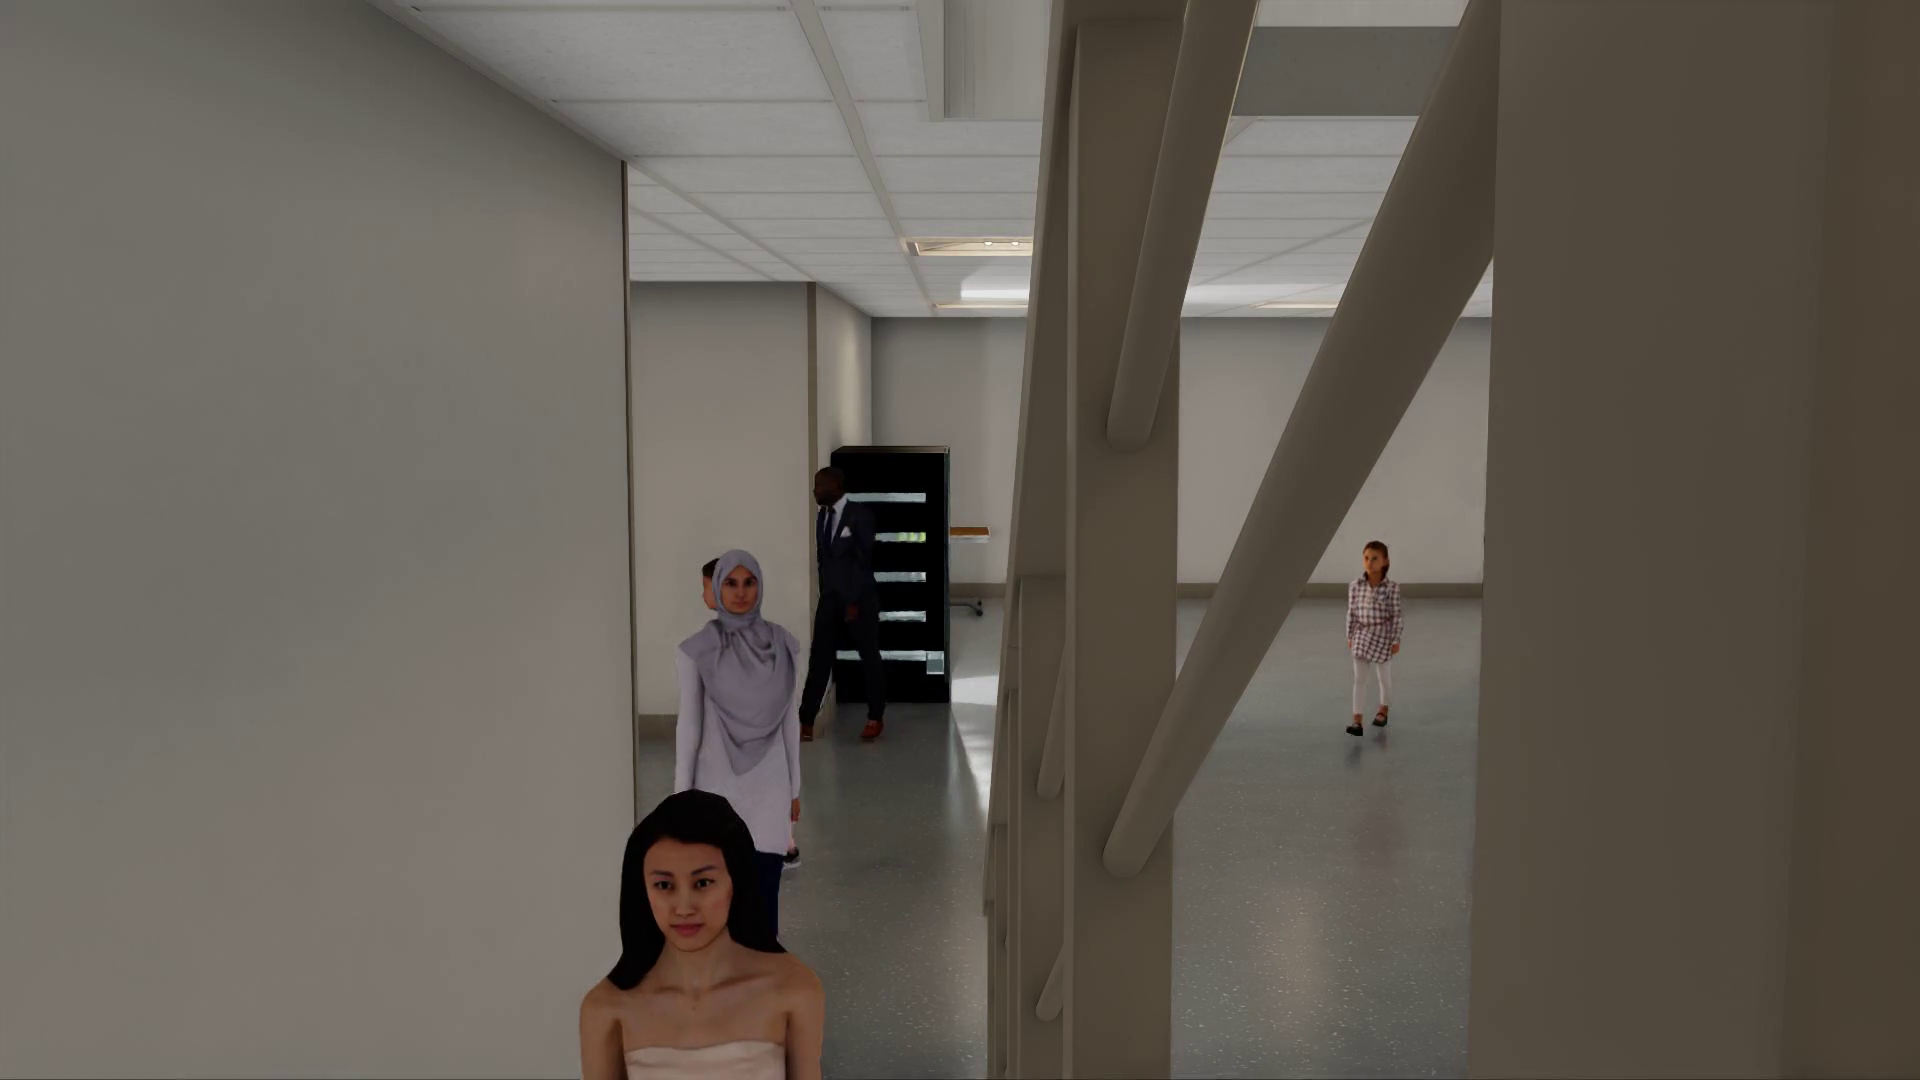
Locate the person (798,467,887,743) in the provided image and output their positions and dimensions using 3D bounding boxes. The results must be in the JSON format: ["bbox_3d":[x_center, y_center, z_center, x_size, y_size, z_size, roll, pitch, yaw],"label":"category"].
[{"bbox_3d":[-0.663,0.433,10.828,1.130,1.775,1.257,4,7,34],"label":"person"}]

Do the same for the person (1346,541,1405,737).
[{"bbox_3d":[2.784,0.662,11.077,0.825,1.270,1.008,3,7,29],"label":"person"}]

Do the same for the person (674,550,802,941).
[{"bbox_3d":[-0.815,0.924,6.091,0.825,1.748,1.165,-2,6,-15],"label":"person"}]

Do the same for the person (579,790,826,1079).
[{"bbox_3d":[-0.409,1.262,2.907,0.601,1.712,0.760,0,6,-1],"label":"person"}]
